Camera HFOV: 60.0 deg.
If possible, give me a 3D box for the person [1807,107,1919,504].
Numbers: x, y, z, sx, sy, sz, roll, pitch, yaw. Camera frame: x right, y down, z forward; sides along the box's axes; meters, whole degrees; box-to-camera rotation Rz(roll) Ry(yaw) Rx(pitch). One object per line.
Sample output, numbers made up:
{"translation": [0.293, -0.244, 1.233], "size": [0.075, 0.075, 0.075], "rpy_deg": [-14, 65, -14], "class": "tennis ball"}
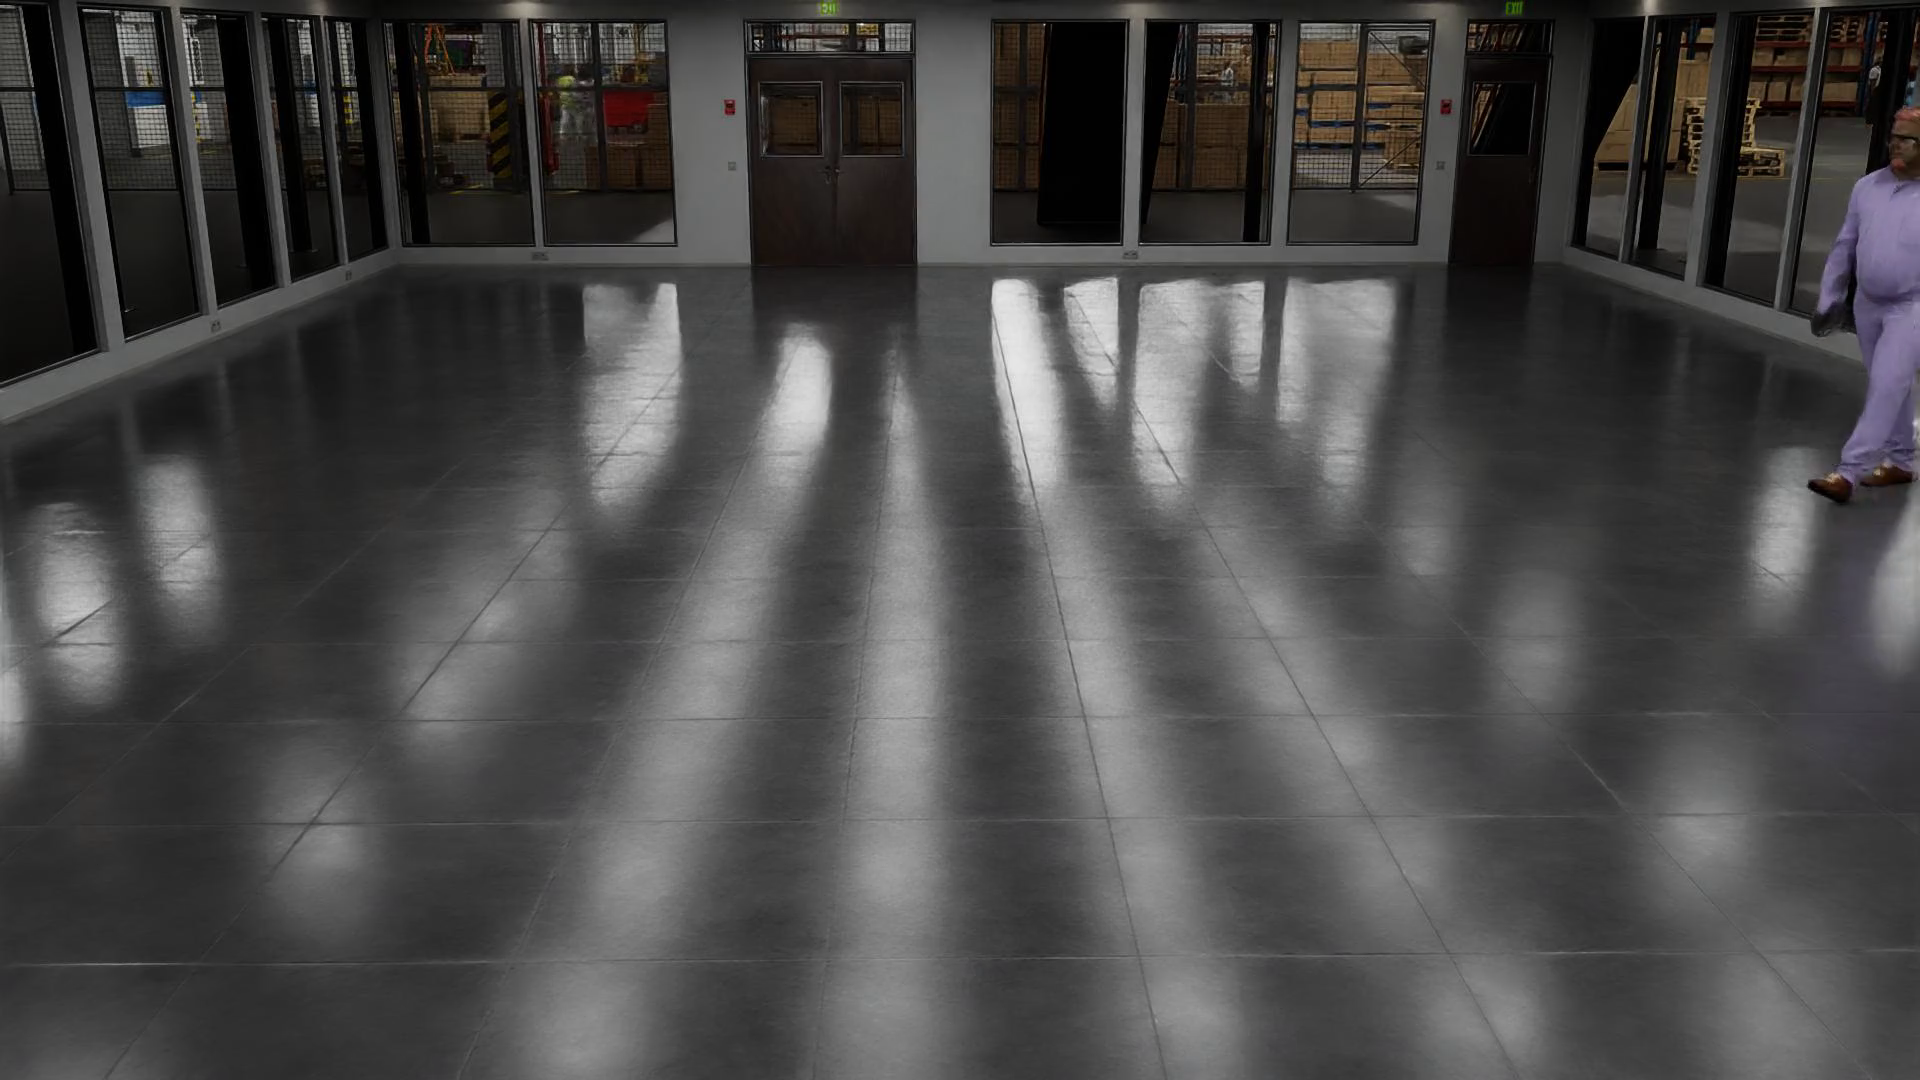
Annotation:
{"translation": [4.421, -1.113, 7.978], "size": [0.977, 1.853, 0.668], "rpy_deg": [-7, 18, -22], "class": "person"}
